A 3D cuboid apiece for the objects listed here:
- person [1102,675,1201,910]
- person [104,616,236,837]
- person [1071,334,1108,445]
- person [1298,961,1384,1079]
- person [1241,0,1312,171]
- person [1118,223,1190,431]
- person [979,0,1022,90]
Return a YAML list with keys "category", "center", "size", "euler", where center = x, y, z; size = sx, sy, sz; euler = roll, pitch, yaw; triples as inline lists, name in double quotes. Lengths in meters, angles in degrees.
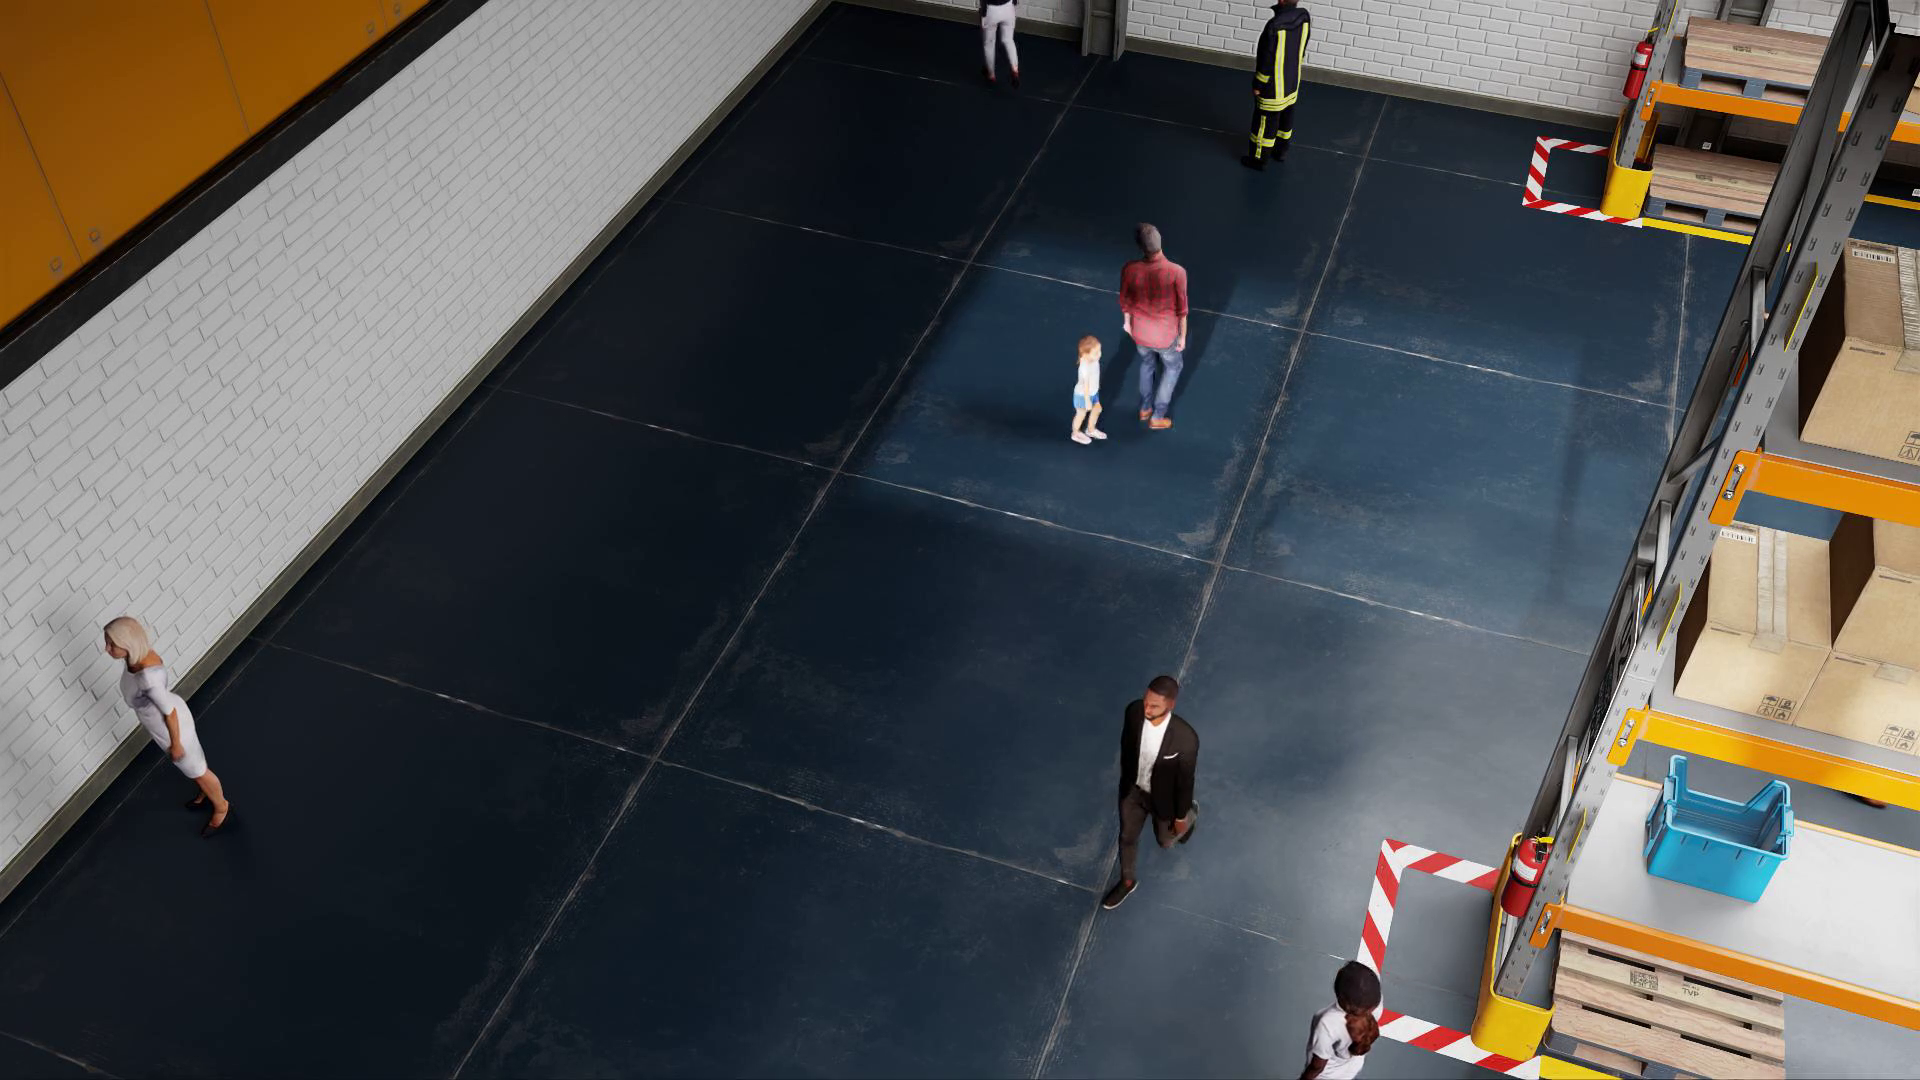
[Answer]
- category: "person"
  center: [1.158, 1.383, 9.468]
  size: [1.060, 1.783, 0.928]
  euler: [29, 51, 27]
- category: "person"
  center: [-4.666, 1.078, 9.811]
  size: [0.703, 1.751, 0.600]
  euler: [-29, 51, -27]
- category: "person"
  center: [0.925, -1.163, 12.700]
  size: [0.485, 1.012, 0.440]
  euler: [16, 46, 16]
- category: "person"
  center: [1.842, 2.605, 8.231]
  size: [0.668, 1.719, 0.679]
  euler: [-30, 51, -27]
- category: "person"
  center: [2.948, -4.318, 15.396]
  size: [0.875, 1.861, 0.893]
  euler: [-28, 50, -26]
- category: "person"
  center: [1.418, -1.548, 12.534]
  size: [0.699, 1.799, 0.805]
  euler: [26, 49, 24]
- category: "person"
  center: [0.408, -5.208, 16.524]
  size: [0.925, 1.593, 0.991]
  euler: [-19, 47, -19]
